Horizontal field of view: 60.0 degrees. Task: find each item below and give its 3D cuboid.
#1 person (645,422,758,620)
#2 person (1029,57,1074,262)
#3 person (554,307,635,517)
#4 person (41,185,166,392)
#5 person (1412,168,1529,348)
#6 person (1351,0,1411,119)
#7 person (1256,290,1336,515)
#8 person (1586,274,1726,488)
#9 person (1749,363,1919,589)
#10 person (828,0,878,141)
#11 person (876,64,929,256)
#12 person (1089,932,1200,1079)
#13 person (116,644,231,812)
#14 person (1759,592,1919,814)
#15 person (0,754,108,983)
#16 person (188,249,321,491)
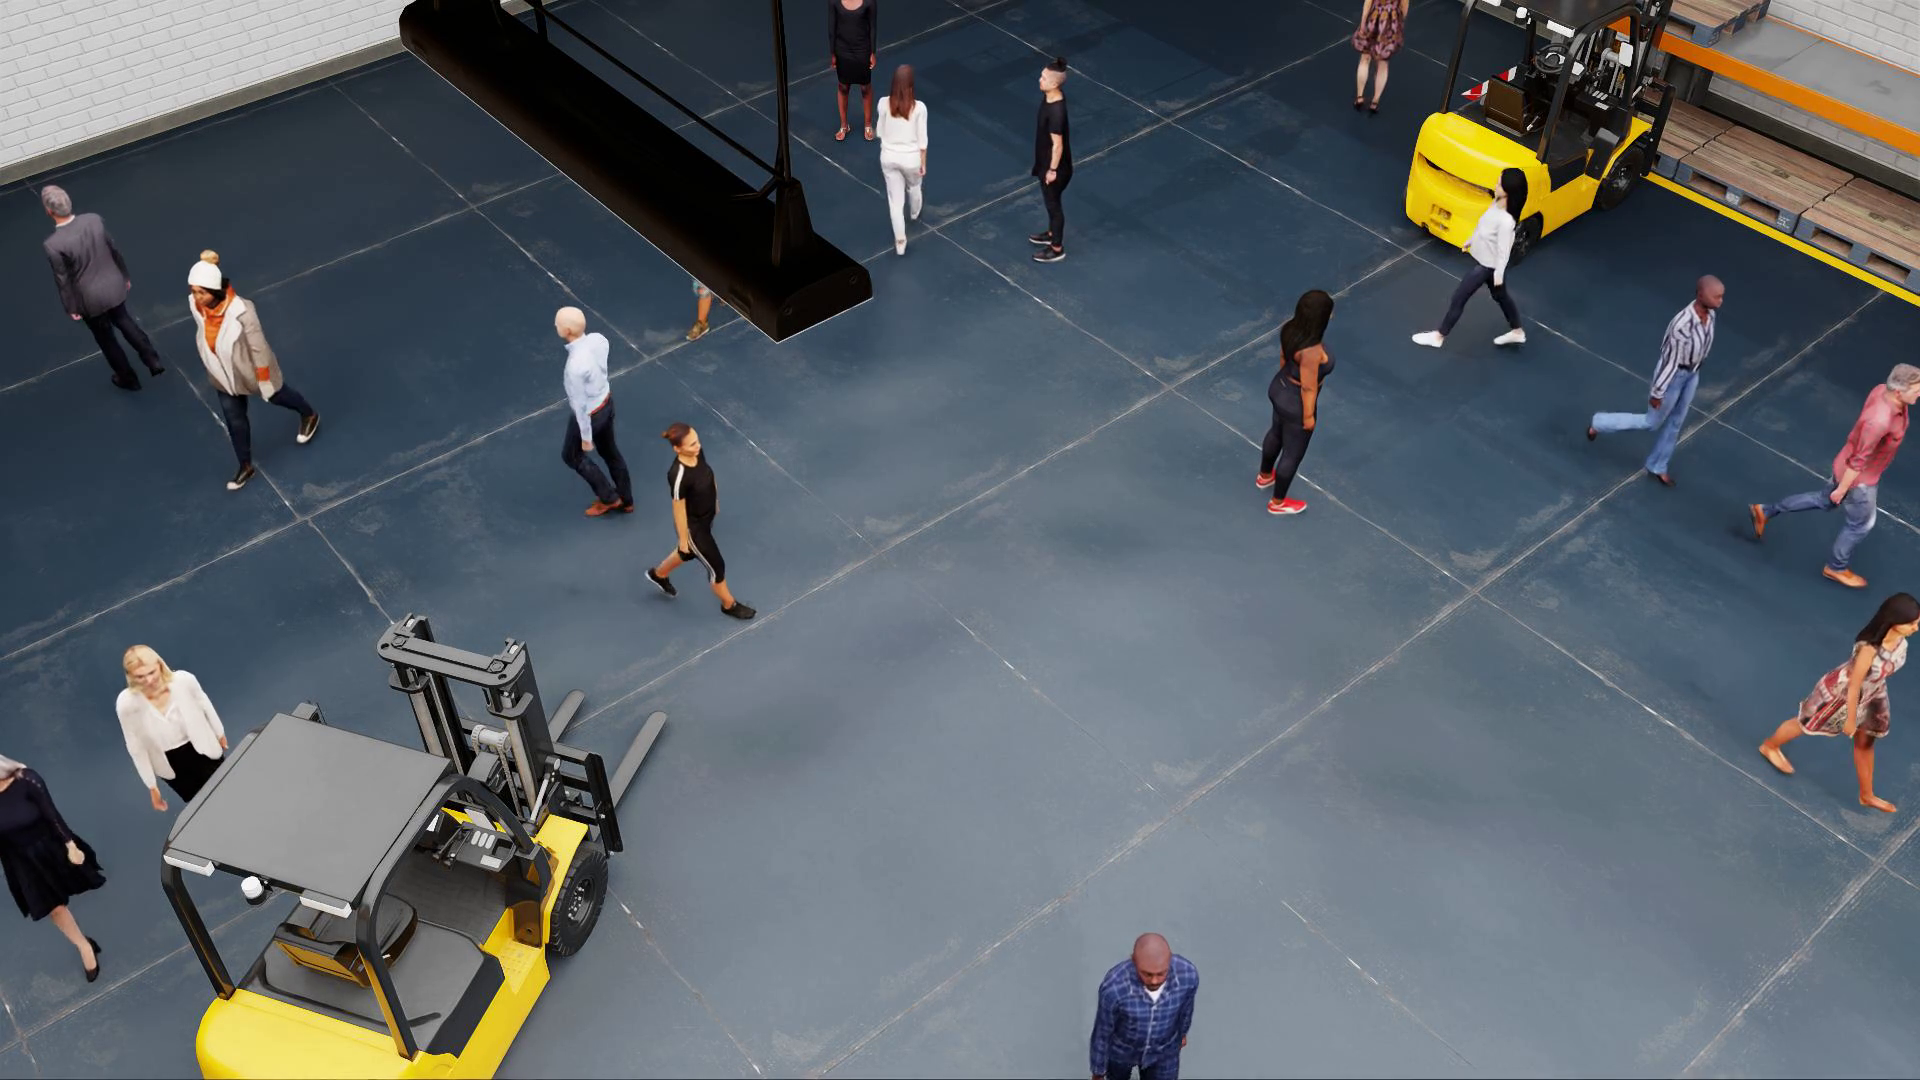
[{"bbox_3d":[-1.818,-0.139,11.009,1.114,1.643,0.985,9,44,9],"label":"person"},{"bbox_3d":[0.785,-3.238,14.101,0.829,1.864,0.741,-2,44,-2],"label":"person"},{"bbox_3d":[-2.495,-0.846,11.655,0.830,1.776,0.793,9,44,10],"label":"person"},{"bbox_3d":[-6.533,-1.881,12.703,0.905,1.830,0.874,21,47,20],"label":"person"},{"bbox_3d":[4.281,-2.182,13.144,1.200,1.656,1.078,7,44,7],"label":"person"},{"bbox_3d":[4.028,-4.870,15.882,0.794,1.771,0.858,6,44,6],"label":"person"},{"bbox_3d":[2.366,-0.996,11.787,0.837,1.811,0.730,-8,44,-8],"label":"person"},{"bbox_3d":[5.066,-1.183,12.008,0.677,1.778,0.992,-35,53,-31],"label":"person"},{"bbox_3d":[5.981,-0.493,11.268,1.224,1.799,0.962,21,47,21],"label":"person"},{"bbox_3d":[-0.996,-4.581,15.616,0.680,1.720,0.725,1,44,1],"label":"person"},{"bbox_3d":[-0.507,-3.218,14.238,1.010,1.648,1.087,2,44,2],"label":"person"},{"bbox_3d":[0.870,2.404,8.241,1.045,1.779,1.198,-5,44,-6],"label":"person"},{"bbox_3d":[-4.421,1.200,9.463,0.716,1.837,0.905,-21,48,-21],"label":"person"},{"bbox_3d":[5.251,0.875,9.970,0.709,1.609,1.076,-26,49,-24],"label":"person"},{"bbox_3d":[-4.999,1.661,9.060,0.778,1.725,1.019,-17,46,-17],"label":"person"},{"bbox_3d":[-5.157,-1.345,12.130,1.229,1.843,1.194,10,44,10],"label":"person"}]
